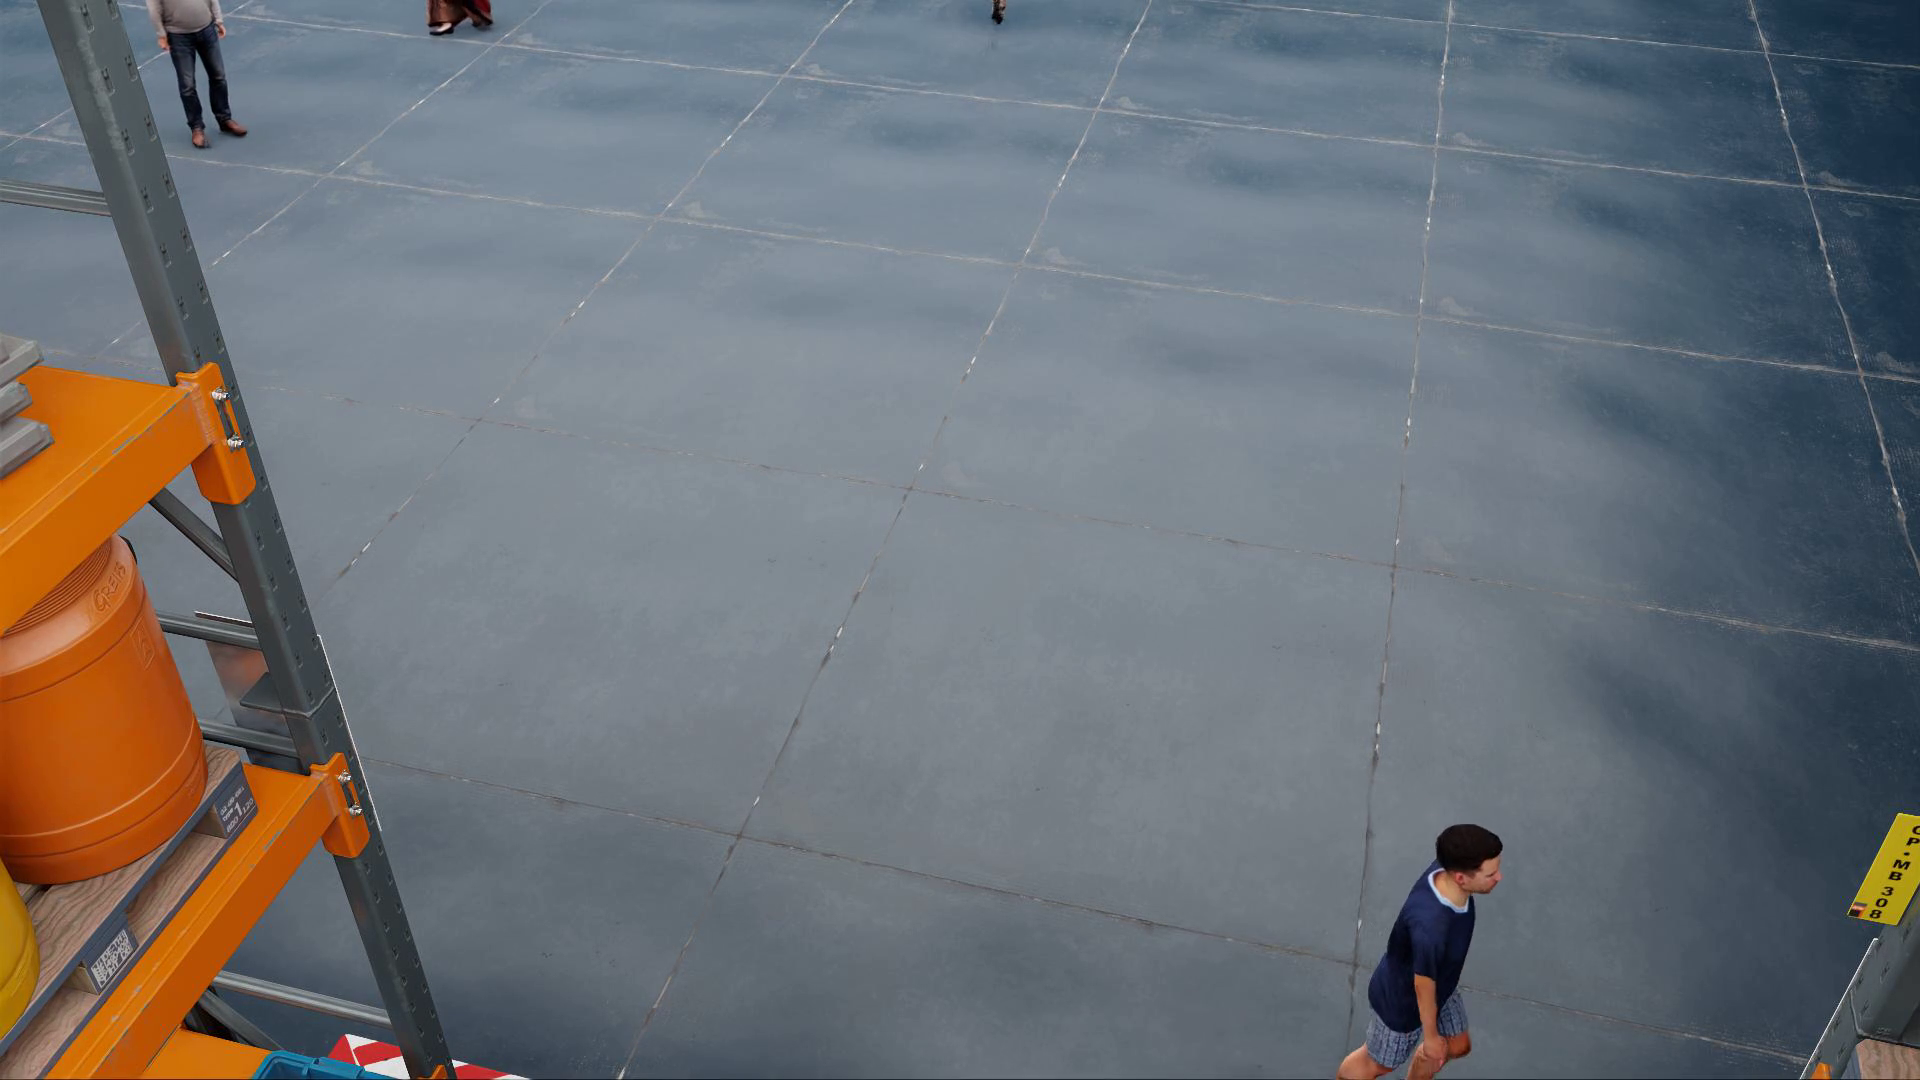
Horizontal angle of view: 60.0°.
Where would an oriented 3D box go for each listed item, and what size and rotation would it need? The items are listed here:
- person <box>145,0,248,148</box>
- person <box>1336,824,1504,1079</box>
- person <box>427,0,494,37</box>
[{"bbox_3d":[-6.522,-4.312,14.038,0.766,1.904,0.902,-30,47,-33],"label":"person"},{"bbox_3d":[1.675,1.697,6.419,0.808,1.829,0.787,24,44,28],"label":"person"},{"bbox_3d":[-4.904,-5.706,16.049,1.016,1.622,0.906,-30,47,-32],"label":"person"}]
